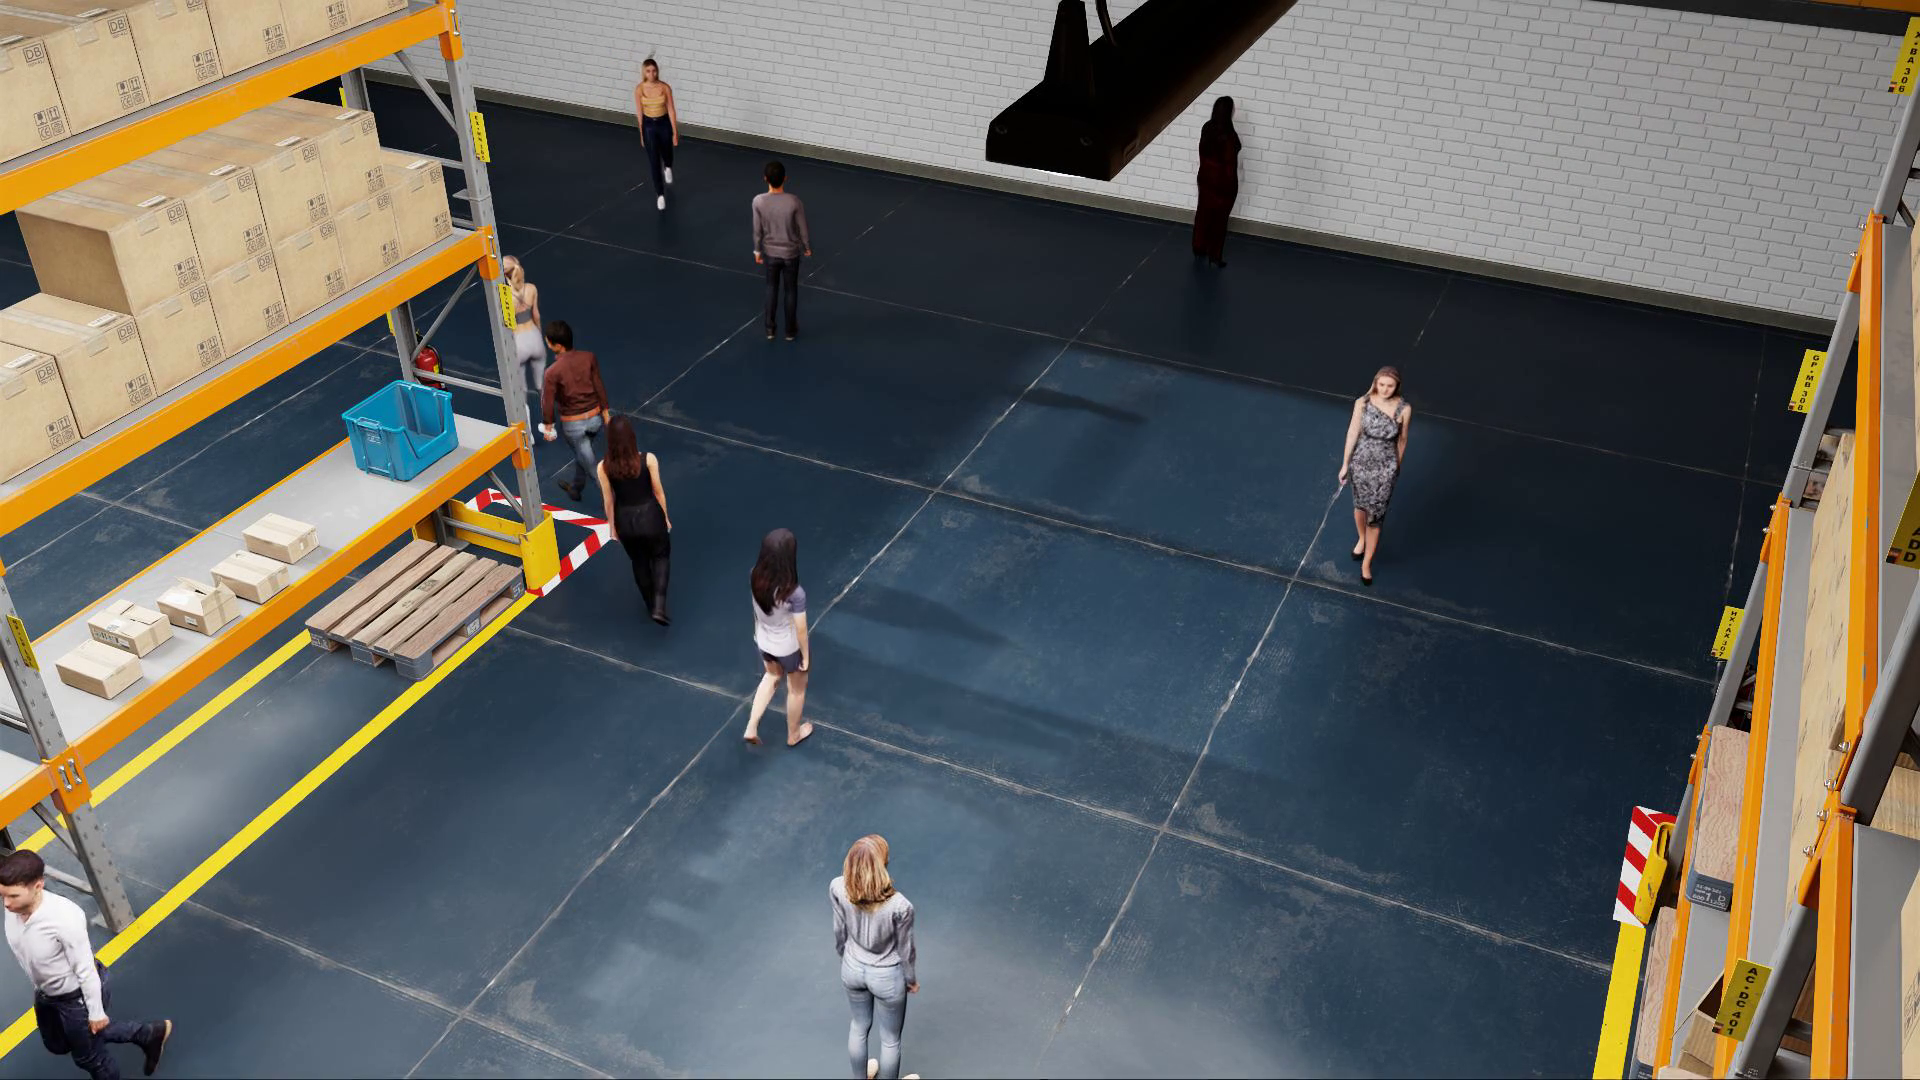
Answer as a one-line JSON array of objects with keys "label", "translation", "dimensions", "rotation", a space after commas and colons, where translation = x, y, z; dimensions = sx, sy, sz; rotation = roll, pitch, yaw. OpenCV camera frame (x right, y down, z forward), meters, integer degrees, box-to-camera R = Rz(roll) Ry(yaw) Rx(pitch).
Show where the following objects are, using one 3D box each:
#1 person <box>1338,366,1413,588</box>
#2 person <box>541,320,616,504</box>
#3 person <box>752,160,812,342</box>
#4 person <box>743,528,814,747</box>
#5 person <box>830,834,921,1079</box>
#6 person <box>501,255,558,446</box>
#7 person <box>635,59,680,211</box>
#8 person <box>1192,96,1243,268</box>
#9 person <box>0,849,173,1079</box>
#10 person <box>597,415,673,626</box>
[{"label": "person", "translation": [3.089, -0.576, 12.380], "dimensions": [0.569, 1.679, 0.804], "rotation": [16, 37, 22]}, {"label": "person", "translation": [-2.841, -0.808, 12.719], "dimensions": [1.197, 1.690, 0.995], "rotation": [-28, 43, -35]}, {"label": "person", "translation": [-1.661, -2.640, 15.408], "dimensions": [0.715, 1.763, 0.750], "rotation": [13, 36, 19]}, {"label": "person", "translation": [-1.181, 0.676, 10.481], "dimensions": [0.696, 1.695, 0.821], "rotation": [22, 40, 30]}, {"label": "person", "translation": [-0.418, 2.136, 8.194], "dimensions": [0.580, 1.796, 0.491], "rotation": [15, 36, 21]}, {"label": "person", "translation": [-3.610, -1.588, 13.878], "dimensions": [0.629, 1.706, 0.720], "rotation": [-25, 41, -32]}, {"label": "person", "translation": [-3.345, -4.543, 18.414], "dimensions": [0.963, 1.605, 1.141], "rotation": [-5, 34, -8]}, {"label": "person", "translation": [2.609, -3.653, 16.940], "dimensions": [0.800, 1.756, 0.775], "rotation": [-19, 38, -27]}, {"label": "person", "translation": [-4.276, 2.138, 8.139], "dimensions": [0.684, 1.853, 0.912], "rotation": [17, 37, 24]}, {"label": "person", "translation": [-2.243, -0.064, 11.615], "dimensions": [0.850, 1.673, 0.947], "rotation": [-3, 34, -4]}]
